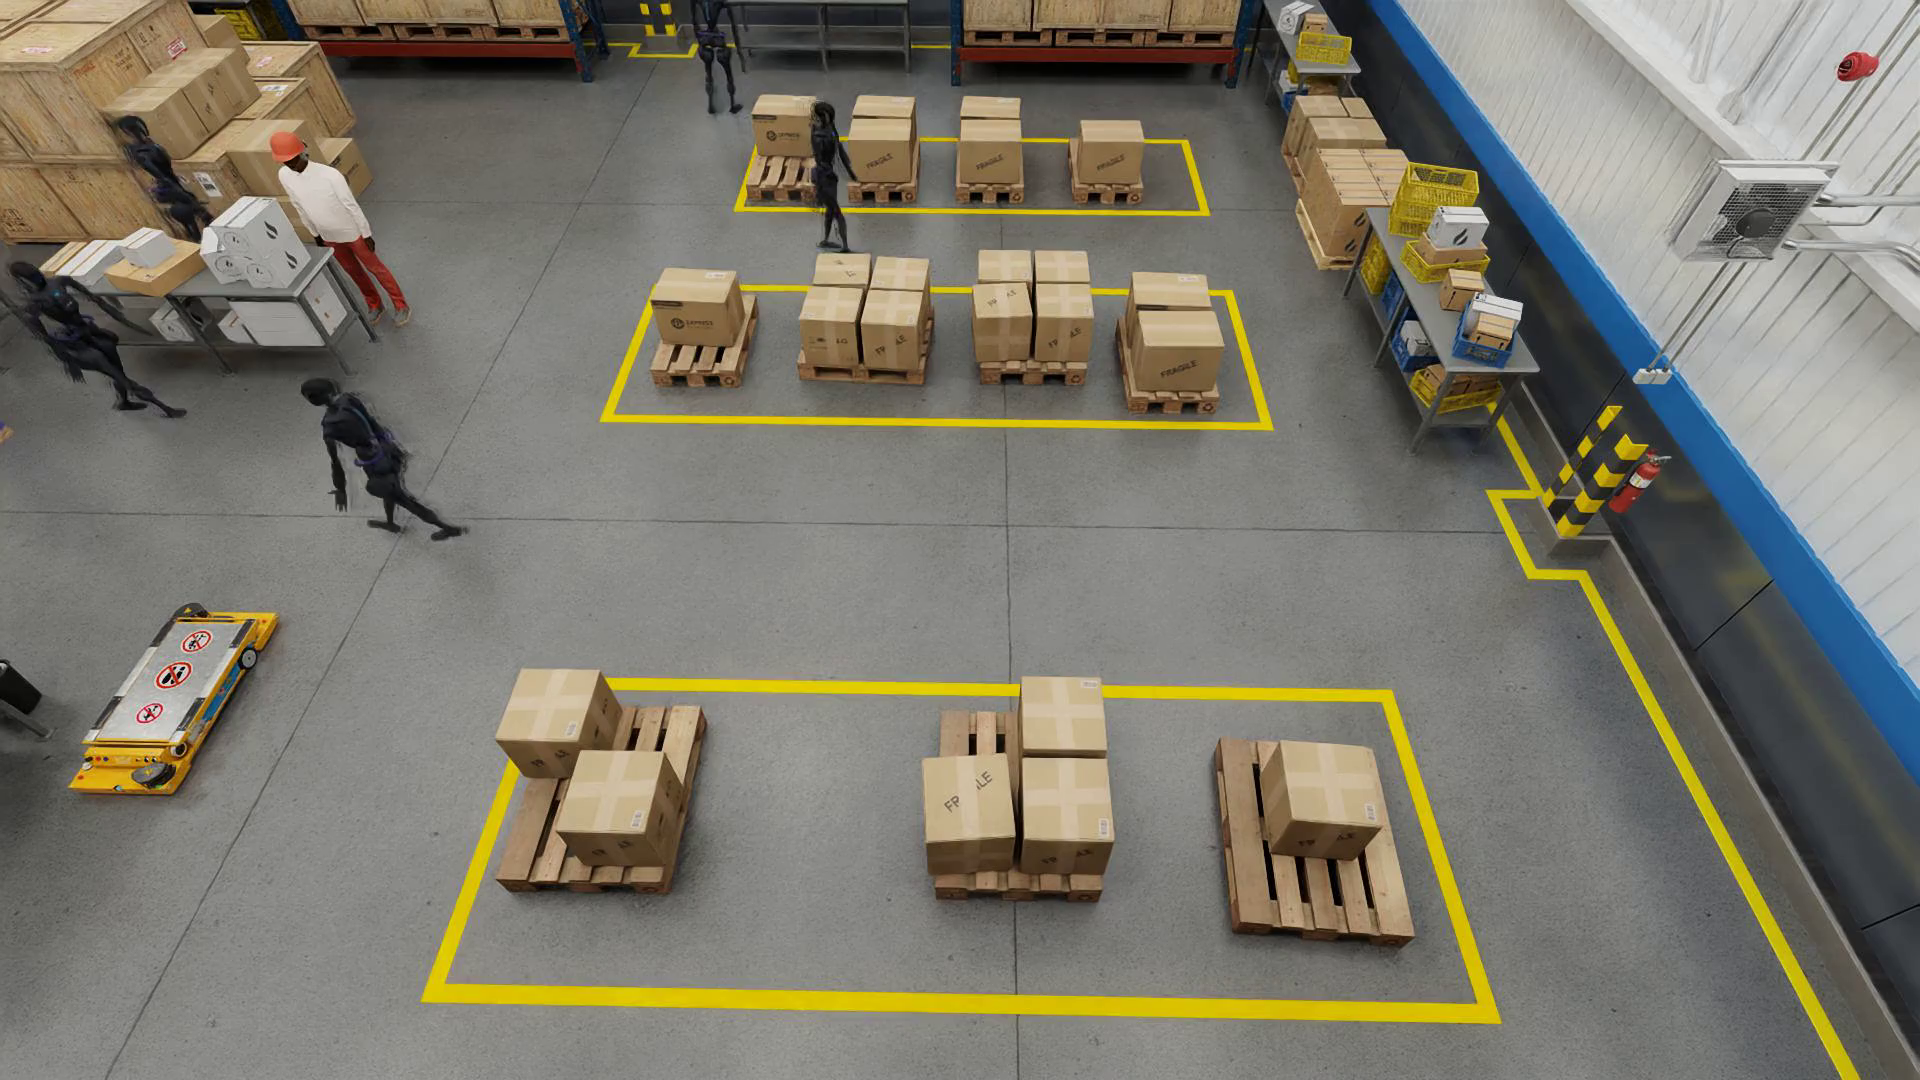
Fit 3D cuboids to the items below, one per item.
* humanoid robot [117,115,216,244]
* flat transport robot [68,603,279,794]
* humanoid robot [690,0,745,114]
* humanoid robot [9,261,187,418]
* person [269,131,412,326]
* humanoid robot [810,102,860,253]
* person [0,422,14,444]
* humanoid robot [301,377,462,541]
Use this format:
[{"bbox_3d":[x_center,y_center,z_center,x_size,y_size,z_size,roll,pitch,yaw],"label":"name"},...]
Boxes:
[{"bbox_3d":[-8.091,-3.537,9.473,0.689,1.628,0.565,-13,51,-11],"label":"humanoid robot"},{"bbox_3d":[-5.504,1.072,6.442,0.652,0.197,1.431,1,50,1],"label":"flat transport robot"},{"bbox_3d":[-3.129,-6.383,11.840,0.655,1.635,0.477,3,50,2],"label":"humanoid robot"},{"bbox_3d":[-7.491,-1.705,7.921,0.759,1.628,0.559,-1,50,-1],"label":"humanoid robot"},{"bbox_3d":[-5.900,-2.916,8.713,0.614,1.986,0.406,3,50,2],"label":"person"},{"bbox_3d":[-1.317,-3.774,9.650,0.631,1.640,0.596,6,50,5],"label":"humanoid robot"},{"bbox_3d":[-8.850,-1.558,7.526,0.673,2.000,0.537,19,52,15],"label":"person"},{"bbox_3d":[-4.454,-0.545,6.932,0.757,1.627,0.597,-8,50,-6],"label":"humanoid robot"}]
